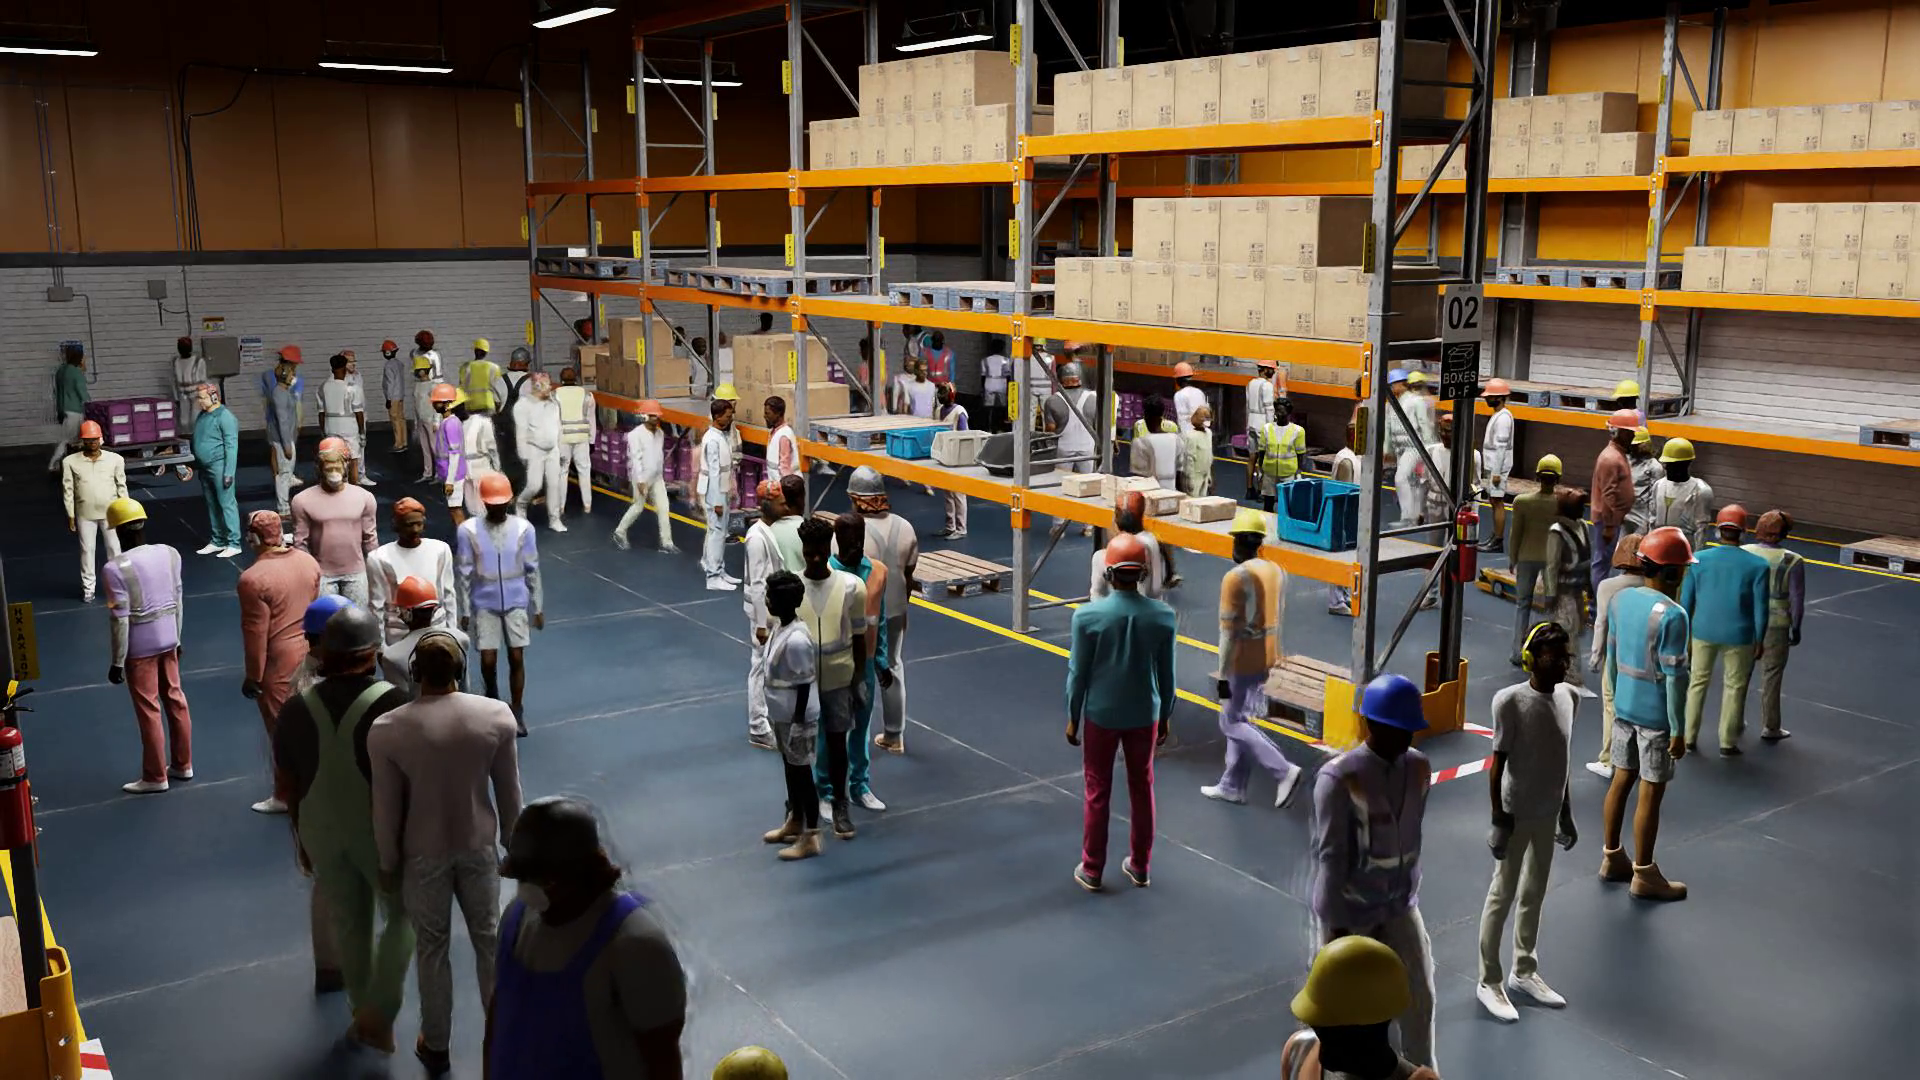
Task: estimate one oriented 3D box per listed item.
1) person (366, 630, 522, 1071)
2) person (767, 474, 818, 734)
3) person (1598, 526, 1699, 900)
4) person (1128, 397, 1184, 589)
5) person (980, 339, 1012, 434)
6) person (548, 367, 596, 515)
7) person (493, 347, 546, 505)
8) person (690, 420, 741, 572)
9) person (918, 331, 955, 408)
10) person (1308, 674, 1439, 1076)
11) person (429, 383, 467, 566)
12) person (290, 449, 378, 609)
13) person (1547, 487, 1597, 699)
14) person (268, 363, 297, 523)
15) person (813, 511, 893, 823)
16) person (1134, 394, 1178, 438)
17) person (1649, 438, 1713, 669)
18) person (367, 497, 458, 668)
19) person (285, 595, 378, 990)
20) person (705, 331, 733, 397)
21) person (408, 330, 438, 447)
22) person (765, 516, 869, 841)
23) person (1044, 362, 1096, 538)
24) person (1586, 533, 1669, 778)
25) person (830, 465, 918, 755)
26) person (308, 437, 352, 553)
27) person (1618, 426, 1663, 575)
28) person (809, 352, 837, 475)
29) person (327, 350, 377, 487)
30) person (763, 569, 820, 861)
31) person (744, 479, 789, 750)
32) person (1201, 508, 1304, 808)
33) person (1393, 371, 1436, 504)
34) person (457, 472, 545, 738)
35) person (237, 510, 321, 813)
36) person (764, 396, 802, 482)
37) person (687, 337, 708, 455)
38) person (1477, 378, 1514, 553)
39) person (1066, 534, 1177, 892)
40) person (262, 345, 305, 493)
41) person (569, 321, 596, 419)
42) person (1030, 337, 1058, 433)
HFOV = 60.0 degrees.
[{"bbox_3d":[-2.220,1.343,7.240,0.635,1.937,0.352,-6,12,-28],"label":"person"},{"bbox_3d":[-1.179,0.492,11.648,0.591,1.919,0.392,5,12,24],"label":"person"},{"bbox_3d":[3.766,0.933,9.069,0.375,2.044,0.604,-3,11,-13],"label":"person"},{"bbox_3d":[1.887,-0.419,16.242,0.612,1.948,0.410,-7,13,-33],"label":"person"},{"bbox_3d":[0.600,-2.500,27.606,0.571,1.674,0.564,3,11,15],"label":"person"},{"bbox_3d":[-4.848,-1.237,20.743,0.625,1.835,0.432,-5,12,-22],"label":"person"},{"bbox_3d":[-5.619,-1.477,21.413,0.683,2.000,0.535,2,11,10],"label":"person"},{"bbox_3d":[-2.550,-0.450,17.246,0.420,1.610,0.501,8,13,35],"label":"person"},{"bbox_3d":[-0.400,-2.584,27.716,0.634,1.801,0.957,1,11,3],"label":"person"},{"bbox_3d":[1.697,1.484,6.586,0.617,1.913,0.871,-5,12,-25],"label":"person"},{"bbox_3d":[-5.421,-0.697,17.676,0.349,1.942,0.545,-4,12,-18],"label":"person"},{"bbox_3d":[-4.764,0.267,12.748,0.631,1.940,0.372,-6,13,-28],"label":"person"},{"bbox_3d":[4.727,0.387,12.934,0.539,1.619,0.621,-11,15,-43],"label":"person"},{"bbox_3d":[-8.196,-1.182,20.203,0.370,1.931,0.624,-5,12,-23],"label":"person"},{"bbox_3d":[-0.698,0.760,10.272,0.587,1.921,0.391,-7,13,-33],"label":"person"},{"bbox_3d":[2.218,-0.821,18.925,0.536,1.699,0.321,4,12,19],"label":"person"},{"bbox_3d":[5.838,0.116,13.588,0.405,1.919,0.581,-5,12,-23],"label":"person"},{"bbox_3d":[-3.587,0.645,10.978,0.568,1.879,0.352,-8,14,-37],"label":"person"},{"bbox_3d":[-2.999,1.206,7.968,0.420,1.932,0.623,-3,12,-16],"label":"person"},{"bbox_3d":[-3.938,-2.523,27.333,0.578,1.818,0.520,-6,12,-26],"label":"person"},{"bbox_3d":[-8.595,-2.430,26.720,0.599,1.861,0.618,2,11,8],"label":"person"},{"bbox_3d":[-0.843,0.818,9.858,0.613,1.961,0.368,-2,11,-10],"label":"person"},{"bbox_3d":[1.270,-1.046,19.208,0.678,2.000,0.536,-2,11,-10],"label":"person"},{"bbox_3d":[4.403,0.765,10.984,0.503,1.633,0.280,-2,11,-9],"label":"person"},{"bbox_3d":[-0.650,0.496,11.316,0.690,2.000,0.538,-10,15,-41],"label":"person"},{"bbox_3d":[-4.997,0.167,13.230,0.636,1.944,0.596,8,14,36],"label":"person"},{"bbox_3d":[6.449,-0.240,15.899,0.375,1.729,0.481,-6,13,-28],"label":"person"},{"bbox_3d":[-2.034,-1.872,23.815,0.490,1.892,0.634,4,12,18],"label":"person"},{"bbox_3d":[-8.278,-1.635,22.610,0.403,1.895,0.647,3,12,16],"label":"person"},{"bbox_3d":[-0.979,0.999,9.620,0.317,1.696,0.540,-3,12,-17],"label":"person"},{"bbox_3d":[-1.335,0.510,11.642,0.337,1.882,0.585,1,11,6],"label":"person"},{"bbox_3d":[1.860,0.760,10.360,0.667,1.890,0.605,10,15,41],"label":"person"},{"bbox_3d":[5.782,-1.274,21.120,0.542,1.744,0.625,-2,11,-8],"label":"person"},{"bbox_3d":[-3.244,0.458,11.805,0.577,1.917,0.397,-5,12,-23],"label":"person"},{"bbox_3d":[-4.252,0.752,10.370,0.402,1.901,0.639,3,12,17],"label":"person"},{"bbox_3d":[-1.782,-0.498,16.767,0.410,1.900,0.612,-2,11,-12],"label":"person"},{"bbox_3d":[-4.058,-2.220,25.741,0.347,1.839,0.504,5,12,23],"label":"person"},{"bbox_3d":[5.888,-0.814,18.317,0.380,1.933,0.546,2,11,12],"label":"person"},{"bbox_3d":[0.883,0.948,9.147,0.621,1.989,0.397,-2,11,-11],"label":"person"},{"bbox_3d":[-9.088,-1.632,22.374,0.630,1.974,0.986,-1,11,-4],"label":"person"},{"bbox_3d":[-6.206,-2.668,27.700,0.650,1.964,0.524,2,11,11],"label":"person"},{"bbox_3d":[1.260,-2.381,26.600,0.642,1.821,0.420,2,11,11],"label":"person"}]
